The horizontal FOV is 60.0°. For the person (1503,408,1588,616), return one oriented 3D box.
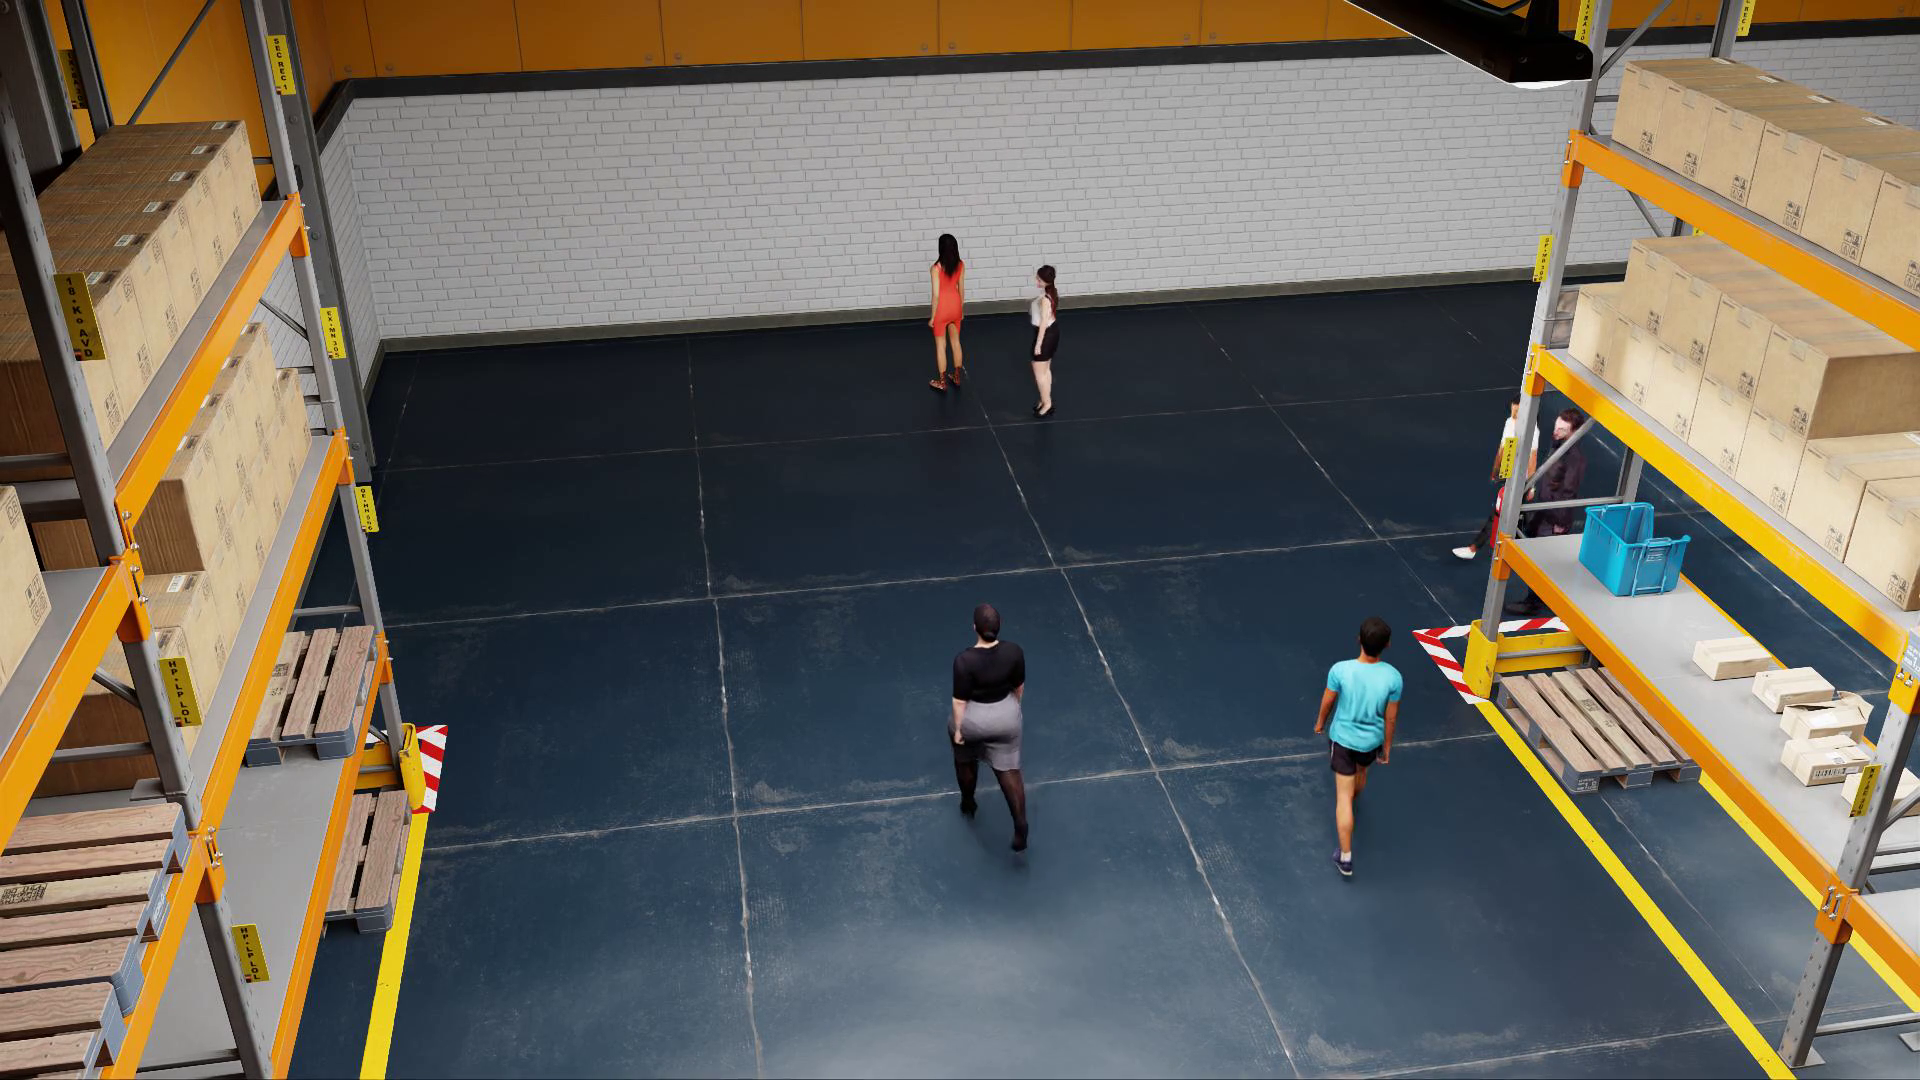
[{"bbox_3d":[4.849,-0.217,13.390,0.875,1.890,0.916,1,29,2],"label":"person"}]

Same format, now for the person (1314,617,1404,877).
[{"bbox_3d":[2.546,1.355,10.677,0.869,1.729,1.215,3,29,6],"label":"person"}]

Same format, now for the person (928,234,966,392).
[{"bbox_3d":[-0.140,-2.415,17.599,0.665,1.719,0.657,-19,34,-31],"label":"person"}]

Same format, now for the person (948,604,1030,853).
[{"bbox_3d":[0.220,1.258,10.852,0.772,1.732,1.131,-9,30,-16],"label":"person"}]

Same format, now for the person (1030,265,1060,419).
[{"bbox_3d":[0.855,-2.042,17.000,0.728,1.637,0.597,16,32,26],"label":"person"}]

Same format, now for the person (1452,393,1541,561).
[{"bbox_3d":[4.836,-0.513,14.246,0.671,1.590,0.979,-4,29,-7],"label":"person"}]
